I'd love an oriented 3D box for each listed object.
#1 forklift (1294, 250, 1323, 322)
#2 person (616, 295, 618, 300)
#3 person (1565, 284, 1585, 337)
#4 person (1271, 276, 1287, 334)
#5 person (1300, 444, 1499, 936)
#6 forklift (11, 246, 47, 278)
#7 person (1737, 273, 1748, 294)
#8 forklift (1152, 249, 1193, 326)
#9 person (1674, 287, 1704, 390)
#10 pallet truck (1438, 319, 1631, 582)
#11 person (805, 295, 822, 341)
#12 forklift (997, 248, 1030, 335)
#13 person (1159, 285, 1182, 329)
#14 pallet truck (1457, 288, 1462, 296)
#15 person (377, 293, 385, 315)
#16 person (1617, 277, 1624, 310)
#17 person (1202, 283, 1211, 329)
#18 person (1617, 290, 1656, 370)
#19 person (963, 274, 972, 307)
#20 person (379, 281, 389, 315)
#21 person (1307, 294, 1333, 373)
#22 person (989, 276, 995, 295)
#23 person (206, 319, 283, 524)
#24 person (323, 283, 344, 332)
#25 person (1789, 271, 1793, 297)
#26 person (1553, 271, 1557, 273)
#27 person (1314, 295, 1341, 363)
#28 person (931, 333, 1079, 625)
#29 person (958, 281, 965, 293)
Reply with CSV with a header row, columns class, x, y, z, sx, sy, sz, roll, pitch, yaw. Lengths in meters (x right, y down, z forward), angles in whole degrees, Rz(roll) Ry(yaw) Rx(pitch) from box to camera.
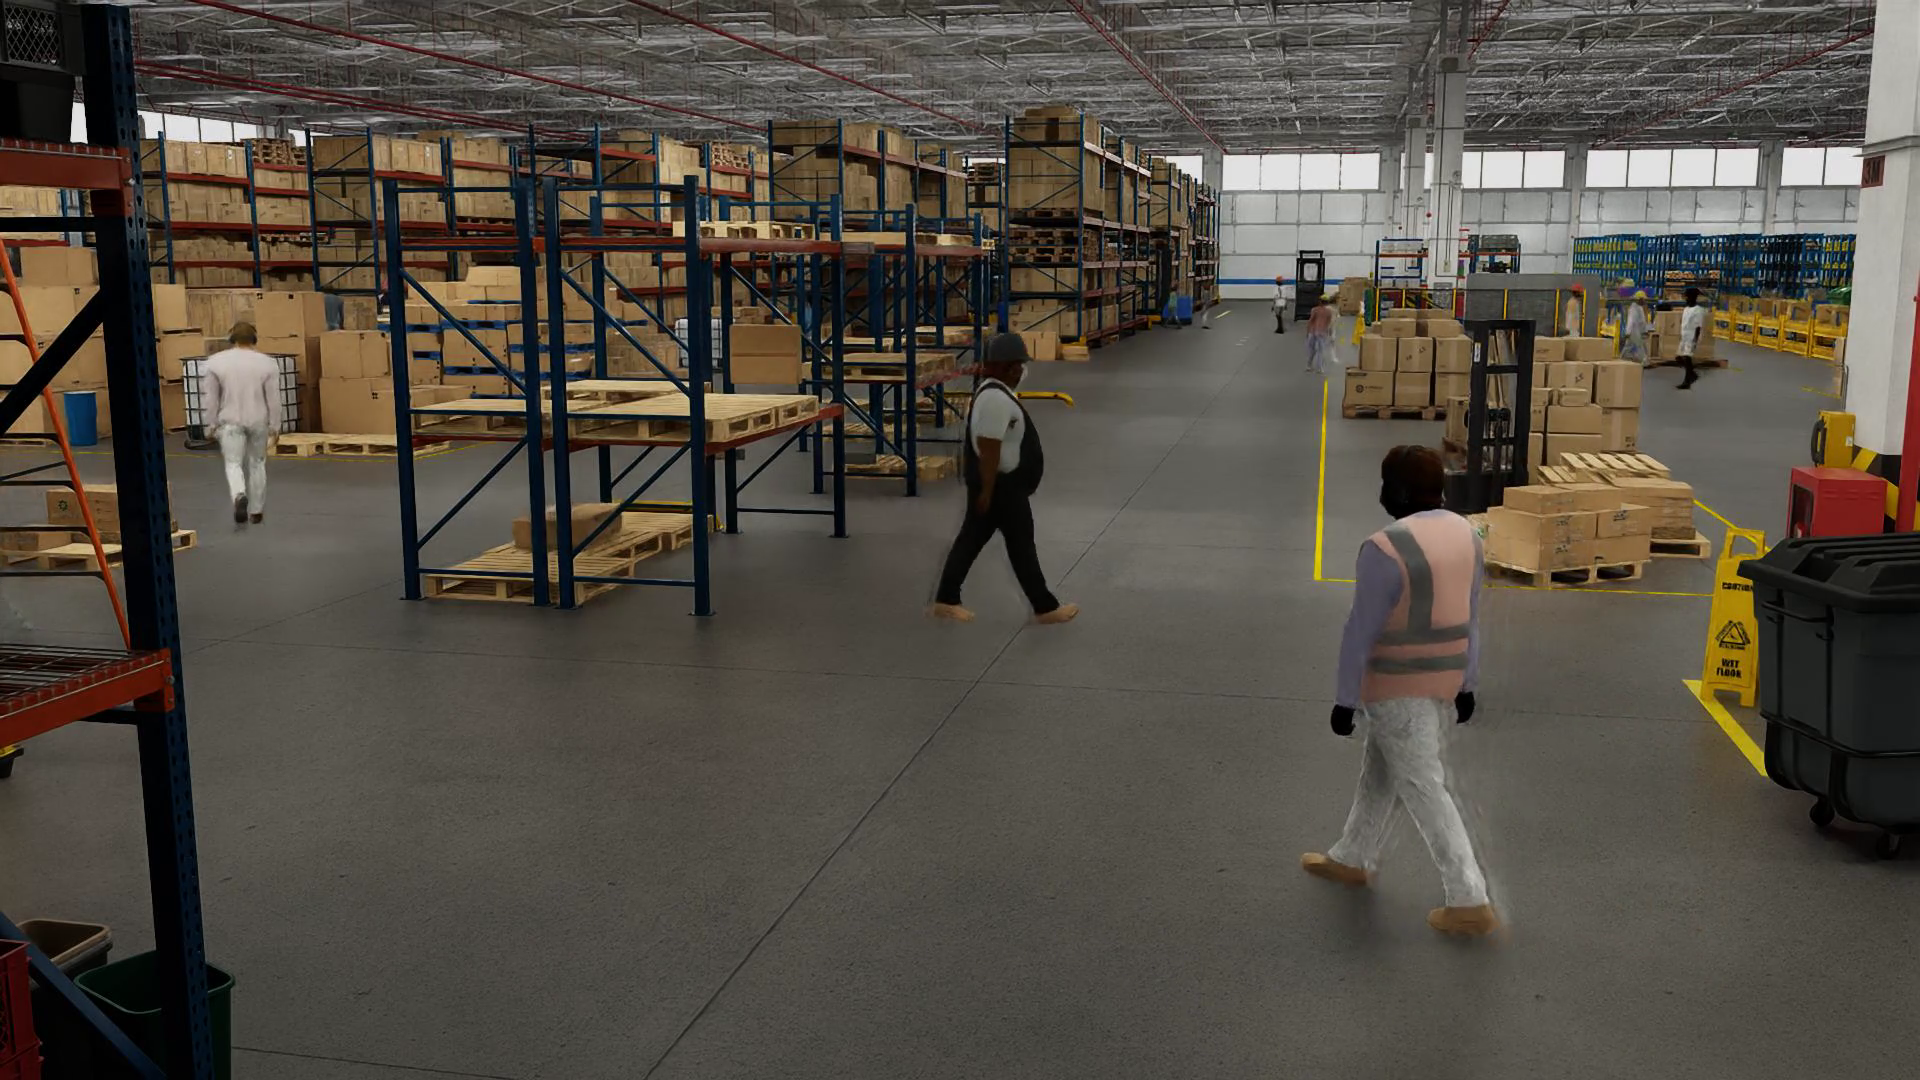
class,x,y,z,sx,sy,sz,roll,pitch,yaw
forklift,13.778,-10.002,65.433,1.129,2.768,1.873,2,10,12
person,-8.510,-5.255,41.021,0.520,1.631,0.325,0,10,3
person,13.878,-4.819,37.574,0.413,1.923,0.541,4,10,23
person,10.573,-7.829,55.411,0.581,1.914,0.682,-8,13,-40
person,1.688,0.540,6.223,0.639,1.801,0.944,-8,13,-41
forklift,-24.841,-6.486,44.616,1.873,2.768,1.129,2,10,12
person,38.212,-12.125,81.242,0.938,1.782,0.681,5,11,29
forklift,7.646,-9.320,61.395,1.873,2.768,1.129,2,10,11
person,13.800,-3.803,31.443,0.454,1.954,0.640,0,10,-3
pallet truck,4.543,-0.757,13.299,0.823,1.965,1.885,-4,10,-22
person,-3.430,-4.820,38.265,0.514,1.683,0.541,6,11,33
forklift,1.880,-8.148,54.454,1.129,2.768,1.873,2,10,12
person,7.469,-8.234,58.814,0.896,1.570,0.532,4,10,21
pallet truck,20.506,-9.785,68.819,0.653,1.274,1.630,2,10,12
person,-14.444,-5.587,42.171,0.587,1.911,0.397,-5,11,-26
person,28.315,-10.420,71.310,0.909,1.724,0.522,3,10,15
person,8.785,-8.330,59.217,0.286,1.633,0.501,1,10,4
person,15.164,-4.705,37.348,0.922,1.789,0.586,6,11,31
person,0.354,-11.936,80.013,0.631,1.826,0.604,3,10,15
person,-14.070,-5.411,41.052,1.069,1.921,0.627,5,11,28
person,7.840,-4.507,36.359,0.591,1.709,0.712,-1,10,-5
person,1.766,-13.743,90.853,0.585,1.788,0.970,1,10,6
person,-6.619,-1.078,15.425,0.651,1.925,0.604,-4,10,-23
person,-14.571,-4.982,38.511,0.625,1.935,0.372,-7,12,-34
person,40.009,-12.027,80.113,0.545,1.980,0.620,0,10,-2
person,31.062,-13.117,86.974,0.589,1.834,0.403,9,13,44
person,8.834,-5.060,39.892,0.626,1.619,0.523,3,10,15
person,0.268,-0.432,11.246,1.006,2.000,0.693,-1,10,-8
person,0.051,-8.840,62.108,0.536,1.675,0.674,-4,10,-23
